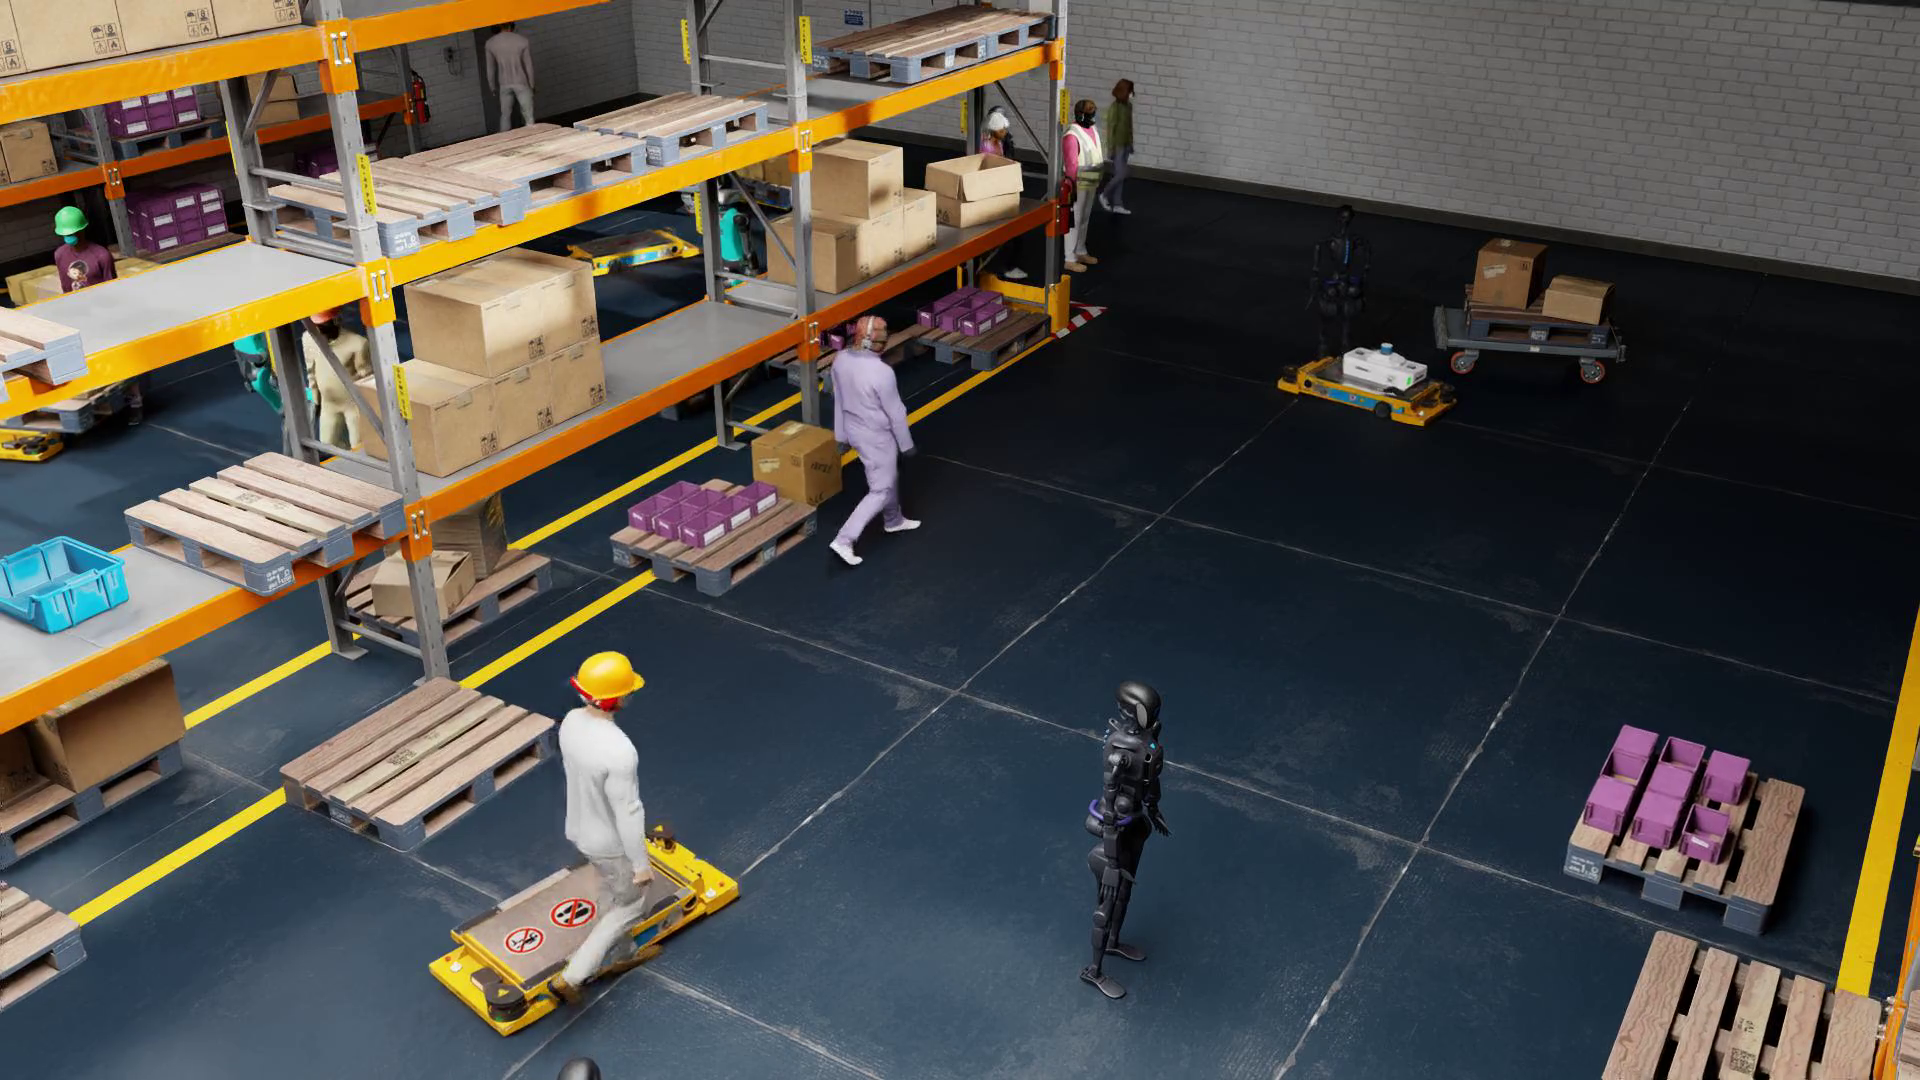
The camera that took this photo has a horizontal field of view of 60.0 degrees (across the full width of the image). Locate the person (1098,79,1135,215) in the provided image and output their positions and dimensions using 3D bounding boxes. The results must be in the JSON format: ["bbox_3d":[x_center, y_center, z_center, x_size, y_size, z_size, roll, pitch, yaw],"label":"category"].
[{"bbox_3d":[1.944,-4.712,19.975,0.348,1.619,0.525,16,31,28],"label":"person"}]

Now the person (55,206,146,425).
[{"bbox_3d":[-7.309,-1.892,14.095,0.486,1.935,0.450,2,27,3],"label":"person"}]

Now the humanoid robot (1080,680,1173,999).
[{"bbox_3d":[0.794,1.384,7.900,0.315,1.657,0.599,15,30,26],"label":"humanoid robot"}]

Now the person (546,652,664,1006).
[{"bbox_3d":[-1.686,1.379,7.713,0.625,1.869,0.608,-22,34,-36],"label":"person"}]

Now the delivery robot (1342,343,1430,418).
[{"bbox_3d":[3.751,-1.448,14.727,0.785,0.587,0.499,23,35,38],"label":"delivery robot"}]

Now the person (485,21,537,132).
[{"bbox_3d":[-6.058,-6.167,22.553,0.642,1.926,0.435,2,27,3],"label":"person"}]

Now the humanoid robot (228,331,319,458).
[{"bbox_3d":[-5.382,-1.306,13.238,0.530,1.855,0.782,14,30,25],"label":"humanoid robot"}]

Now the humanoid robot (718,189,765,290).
[{"bbox_3d":[-1.891,-2.429,15.407,0.559,1.808,0.940,17,31,30],"label":"humanoid robot"}]

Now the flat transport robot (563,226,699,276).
[{"bbox_3d":[-3.697,-3.207,18.516,1.431,0.231,0.659,-19,33,-33],"label":"flat transport robot"}]

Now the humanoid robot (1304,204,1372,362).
[{"bbox_3d":[3.412,-2.201,14.975,0.588,1.640,0.376,-3,27,-6],"label":"humanoid robot"}]

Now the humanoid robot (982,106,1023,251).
[{"bbox_3d":[0.408,-4.006,18.569,0.683,1.645,0.602,-20,33,-34],"label":"humanoid robot"}]

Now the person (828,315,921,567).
[{"bbox_3d":[-0.627,-0.744,11.921,0.912,1.839,0.625,-17,31,-30],"label":"person"}]

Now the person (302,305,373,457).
[{"bbox_3d":[-4.689,-1.067,12.673,0.574,1.734,0.451,6,28,12],"label":"person"}]

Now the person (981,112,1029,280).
[{"bbox_3d":[0.384,-3.652,17.694,0.859,1.796,0.633,7,28,14],"label":"person"}]

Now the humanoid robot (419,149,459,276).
[{"bbox_3d":[-5.262,-3.136,16.855,0.599,1.631,0.734,-4,27,-9],"label":"humanoid robot"}]

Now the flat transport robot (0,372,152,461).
[{"bbox_3d":[-7.734,-1.047,14.260,0.659,0.231,1.431,4,27,8],"label":"flat transport robot"}]

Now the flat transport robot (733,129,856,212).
[{"bbox_3d":[-2.056,-4.232,20.537,1.431,0.231,0.659,20,33,34],"label":"flat transport robot"}]

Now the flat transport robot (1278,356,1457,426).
[{"bbox_3d":[3.637,-1.355,14.867,1.431,0.231,0.659,21,33,35],"label":"flat transport robot"}]

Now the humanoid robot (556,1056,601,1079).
[{"bbox_3d":[-1.230,2.446,5.883,0.611,1.628,0.781,-5,27,-11],"label":"humanoid robot"}]

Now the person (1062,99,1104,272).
[{"bbox_3d":[1.336,-3.859,18.065,0.429,1.841,0.635,12,29,23],"label":"person"}]

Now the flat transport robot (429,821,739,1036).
[{"bbox_3d":[-1.879,1.926,8.402,0.659,0.231,1.431,23,35,38],"label":"flat transport robot"}]
